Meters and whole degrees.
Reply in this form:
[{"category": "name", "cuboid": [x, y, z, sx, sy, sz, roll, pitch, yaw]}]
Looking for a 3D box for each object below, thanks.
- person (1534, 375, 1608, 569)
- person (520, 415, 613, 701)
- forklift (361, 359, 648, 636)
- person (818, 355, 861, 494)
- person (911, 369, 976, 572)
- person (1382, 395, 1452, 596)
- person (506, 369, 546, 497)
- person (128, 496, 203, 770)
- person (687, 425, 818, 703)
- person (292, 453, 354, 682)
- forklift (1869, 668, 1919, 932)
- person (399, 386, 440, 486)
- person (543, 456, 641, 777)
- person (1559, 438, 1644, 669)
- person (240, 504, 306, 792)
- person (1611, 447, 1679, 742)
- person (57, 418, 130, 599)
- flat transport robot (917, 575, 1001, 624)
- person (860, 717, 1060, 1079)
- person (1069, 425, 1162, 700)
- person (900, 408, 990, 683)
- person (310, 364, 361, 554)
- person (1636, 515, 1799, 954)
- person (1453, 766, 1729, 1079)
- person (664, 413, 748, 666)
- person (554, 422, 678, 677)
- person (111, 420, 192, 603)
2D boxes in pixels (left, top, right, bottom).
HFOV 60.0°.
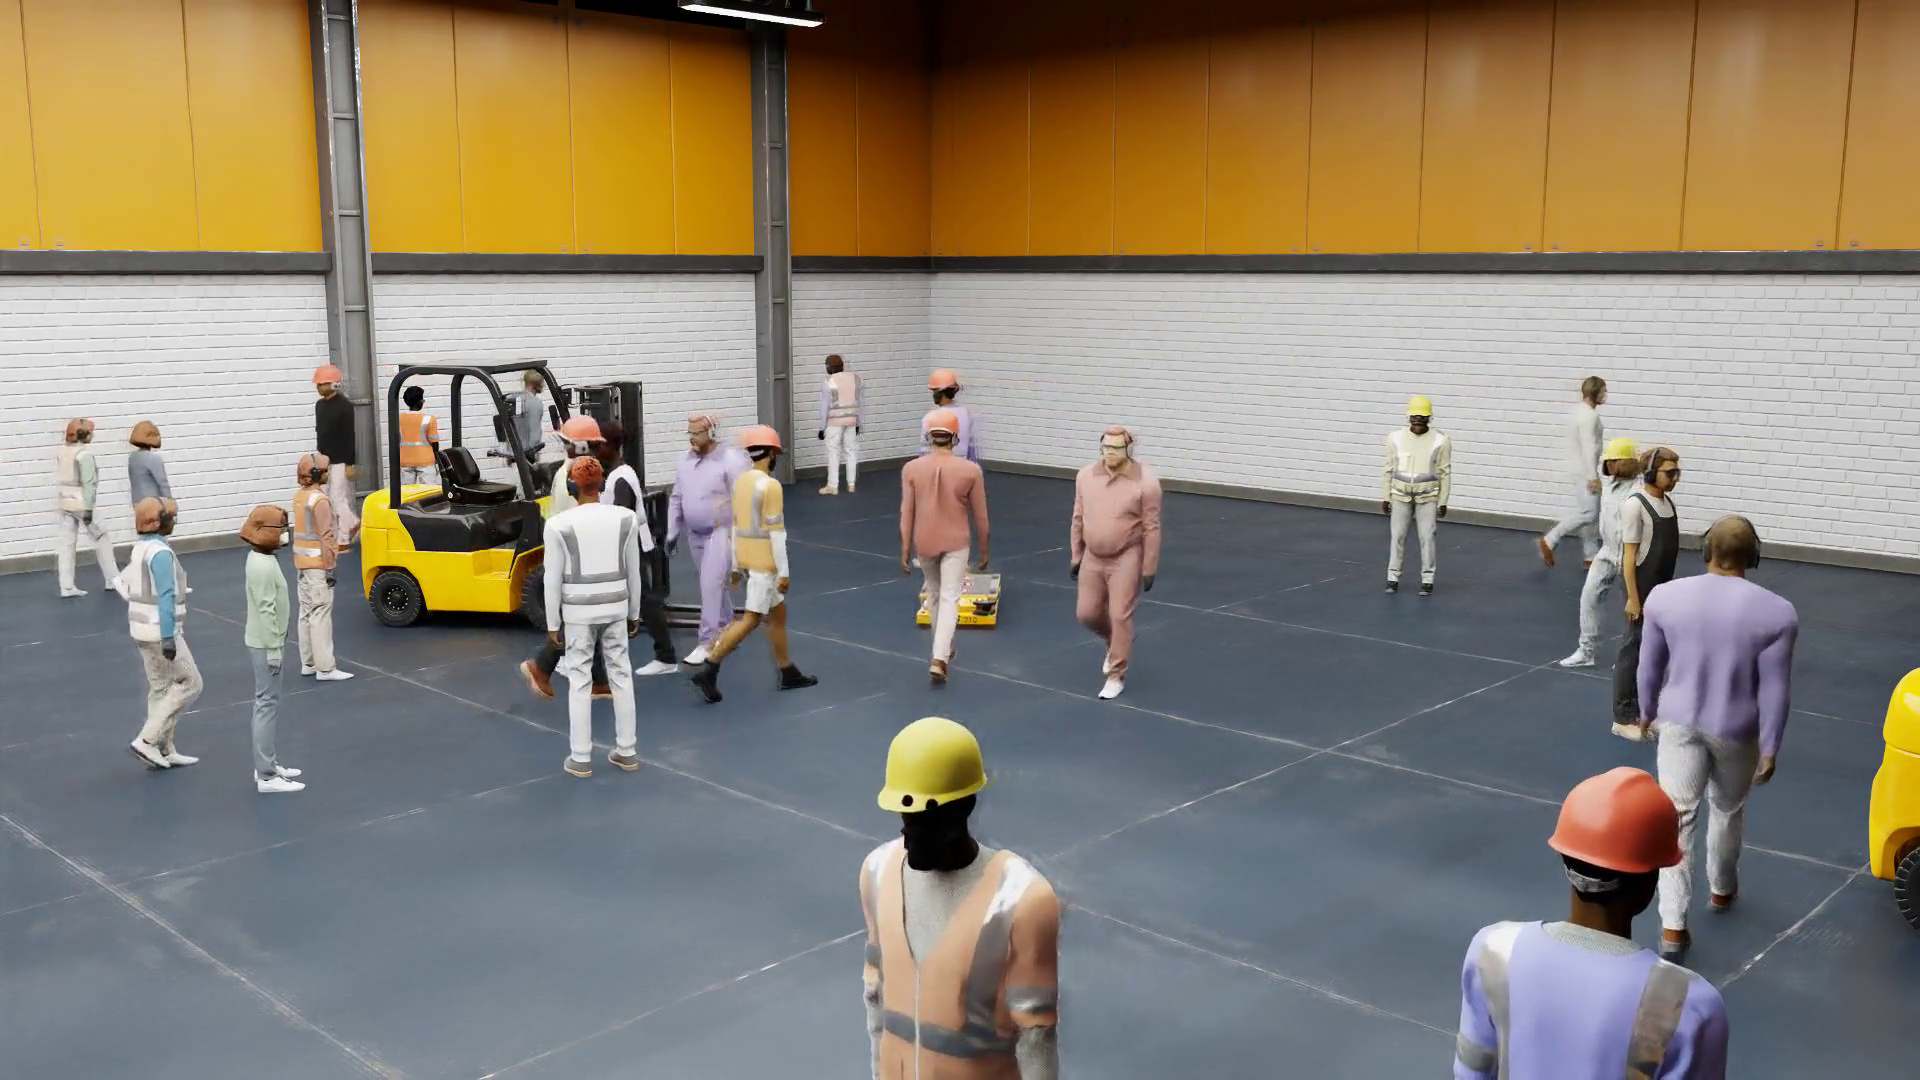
[{"category": "person", "cuboid": [6.060, -0.641, 16.200, 0.740, 1.922, 0.664, 3, 10, 18]}, {"category": "person", "cuboid": [-2.601, 0.143, 11.216, 0.669, 1.978, 0.634, -3, 10, -19]}, {"category": "forklift", "cuboid": [-3.850, -0.407, 13.936, 2.313, 2.155, 1.214, 2, 9, 11]}, {"category": "person", "cuboid": [-1.588, -1.511, 21.866, 0.657, 1.824, 0.430, -7, 12, -36]}, {"category": "person", "cuboid": [-0.233, -0.591, 15.616, 0.924, 2.009, 0.636, 8, 12, 41]}, {"category": "person", "cuboid": [4.127, -0.400, 15.050, 0.599, 1.824, 0.403, 4, 10, 25]}, {"category": "person", "cuboid": [-4.866, -0.942, 18.208, 0.924, 1.895, 0.647, -6, 11, -32]}, {"category": "person", "cuboid": [-4.676, 0.555, 9.767, 0.357, 1.617, 0.544, -7, 12, -38]}, {"category": "person", "cuboid": [-1.456, 0.158, 11.443, 0.958, 1.889, 0.551, -6, 11, -33]}, {"category": "person", "cuboid": [-4.617, 0.194, 11.946, 0.315, 1.640, 0.514, -8, 12, -41]}, {"category": "forklift", "cuboid": [5.205, 0.723, 7.013, 2.313, 2.155, 1.214, 9, 13, 43]}, {"category": "person", "cuboid": [-5.861, -0.816, 17.966, 0.530, 1.696, 0.322, 1, 9, 4]}, {"category": "person", "cuboid": [-2.131, 0.446, 9.689, 0.580, 1.879, 0.346, -5, 11, -29]}, {"category": "person", "cuboid": [4.747, 0.121, 12.143, 0.721, 1.716, 0.494, -3, 10, -16]}, {"category": "person", "cuboid": [-3.907, 0.606, 9.442, 0.280, 1.631, 0.504, -4, 10, -23]}, {"category": "person", "cuboid": [4.337, 0.334, 10.464, 0.508, 1.846, 0.345, -8, 12, -41]}, {"category": "person", "cuboid": [-7.877, -0.299, 15.051, 0.507, 1.606, 0.737, 5, 10, 28]}, {"category": "flat transport robot", "cuboid": [0.005, 0.489, 14.329, 0.652, 0.197, 1.431, 1, 9, 3]}, {"category": "person", "cuboid": [0.020, 1.342, 4.092, 0.602, 1.908, 0.726, 7, 11, 35]}, {"category": "person", "cuboid": [1.086, 0.133, 11.545, 0.667, 1.890, 0.565, 6, 11, 31]}, {"category": "person", "cuboid": [-0.122, 0.034, 12.012, 0.639, 1.964, 0.996, 2, 9, 12]}, {"category": "person", "cuboid": [-6.440, -0.832, 17.194, 0.640, 1.976, 0.498, 7, 12, 38]}, {"category": "person", "cuboid": [3.305, 0.825, 7.331, 0.642, 1.889, 1.019, 5, 11, 30]}, {"category": "person", "cuboid": [1.321, 1.422, 3.508, 0.552, 1.934, 0.373, 8, 12, 41]}, {"category": "person", "cuboid": [-1.953, -0.009, 12.477, 0.648, 1.870, 0.871, 7, 12, 37]}, {"category": "person", "cuboid": [-2.510, 0.091, 11.896, 1.036, 1.857, 0.620, -4, 10, -25]}, {"category": "person", "cuboid": [-7.233, -0.258, 14.777, 0.501, 1.611, 0.706, 8, 12, 40]}]
